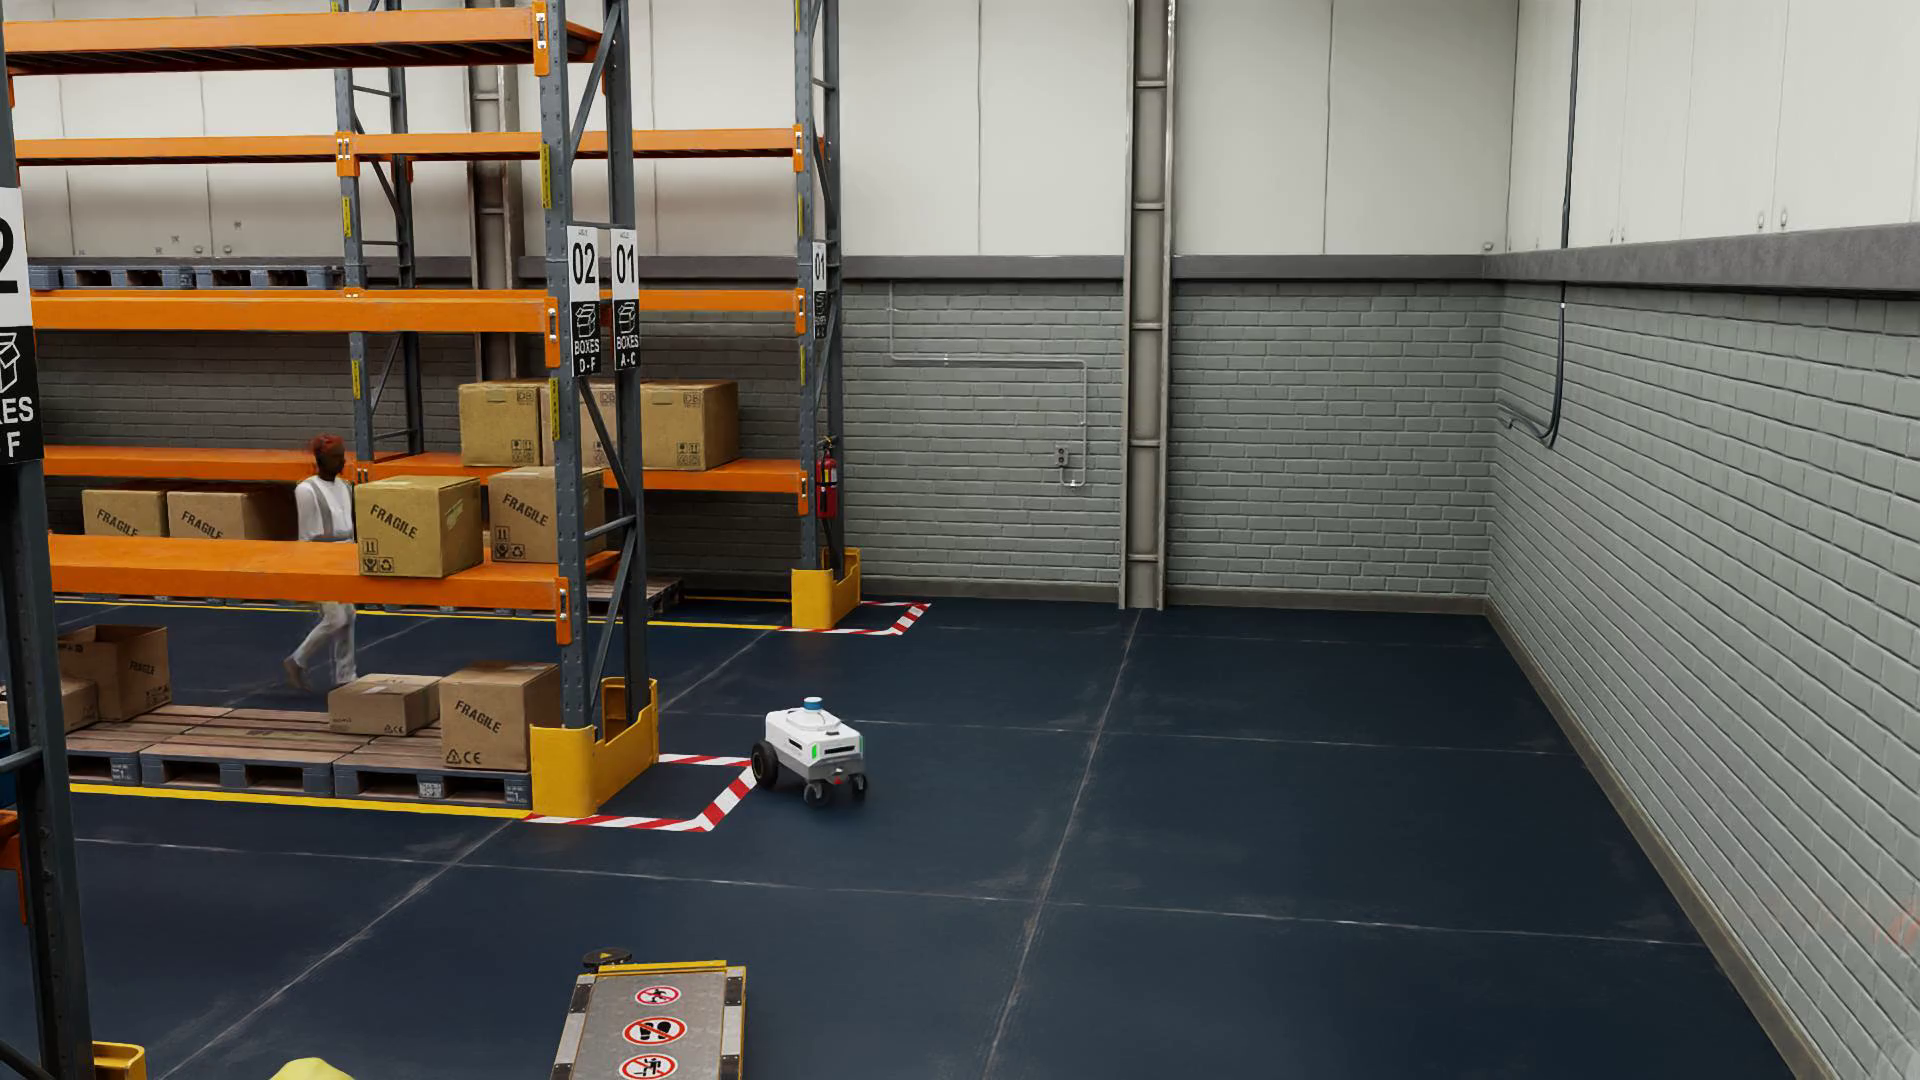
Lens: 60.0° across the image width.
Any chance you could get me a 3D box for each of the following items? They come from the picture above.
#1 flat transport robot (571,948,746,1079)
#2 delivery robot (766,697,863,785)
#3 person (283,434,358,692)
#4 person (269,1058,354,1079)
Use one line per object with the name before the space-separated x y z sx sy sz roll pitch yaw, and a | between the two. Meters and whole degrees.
flat transport robot | -1.131 1.870 6.159 0.652 0.197 1.431 -1 9 -6
delivery robot | -0.835 1.143 9.500 0.477 0.478 0.707 -5 11 -29
person | -4.413 0.192 11.610 0.519 1.872 0.595 2 9 12
person | -1.000 1.689 2.681 0.523 1.760 0.325 -3 10 -19
